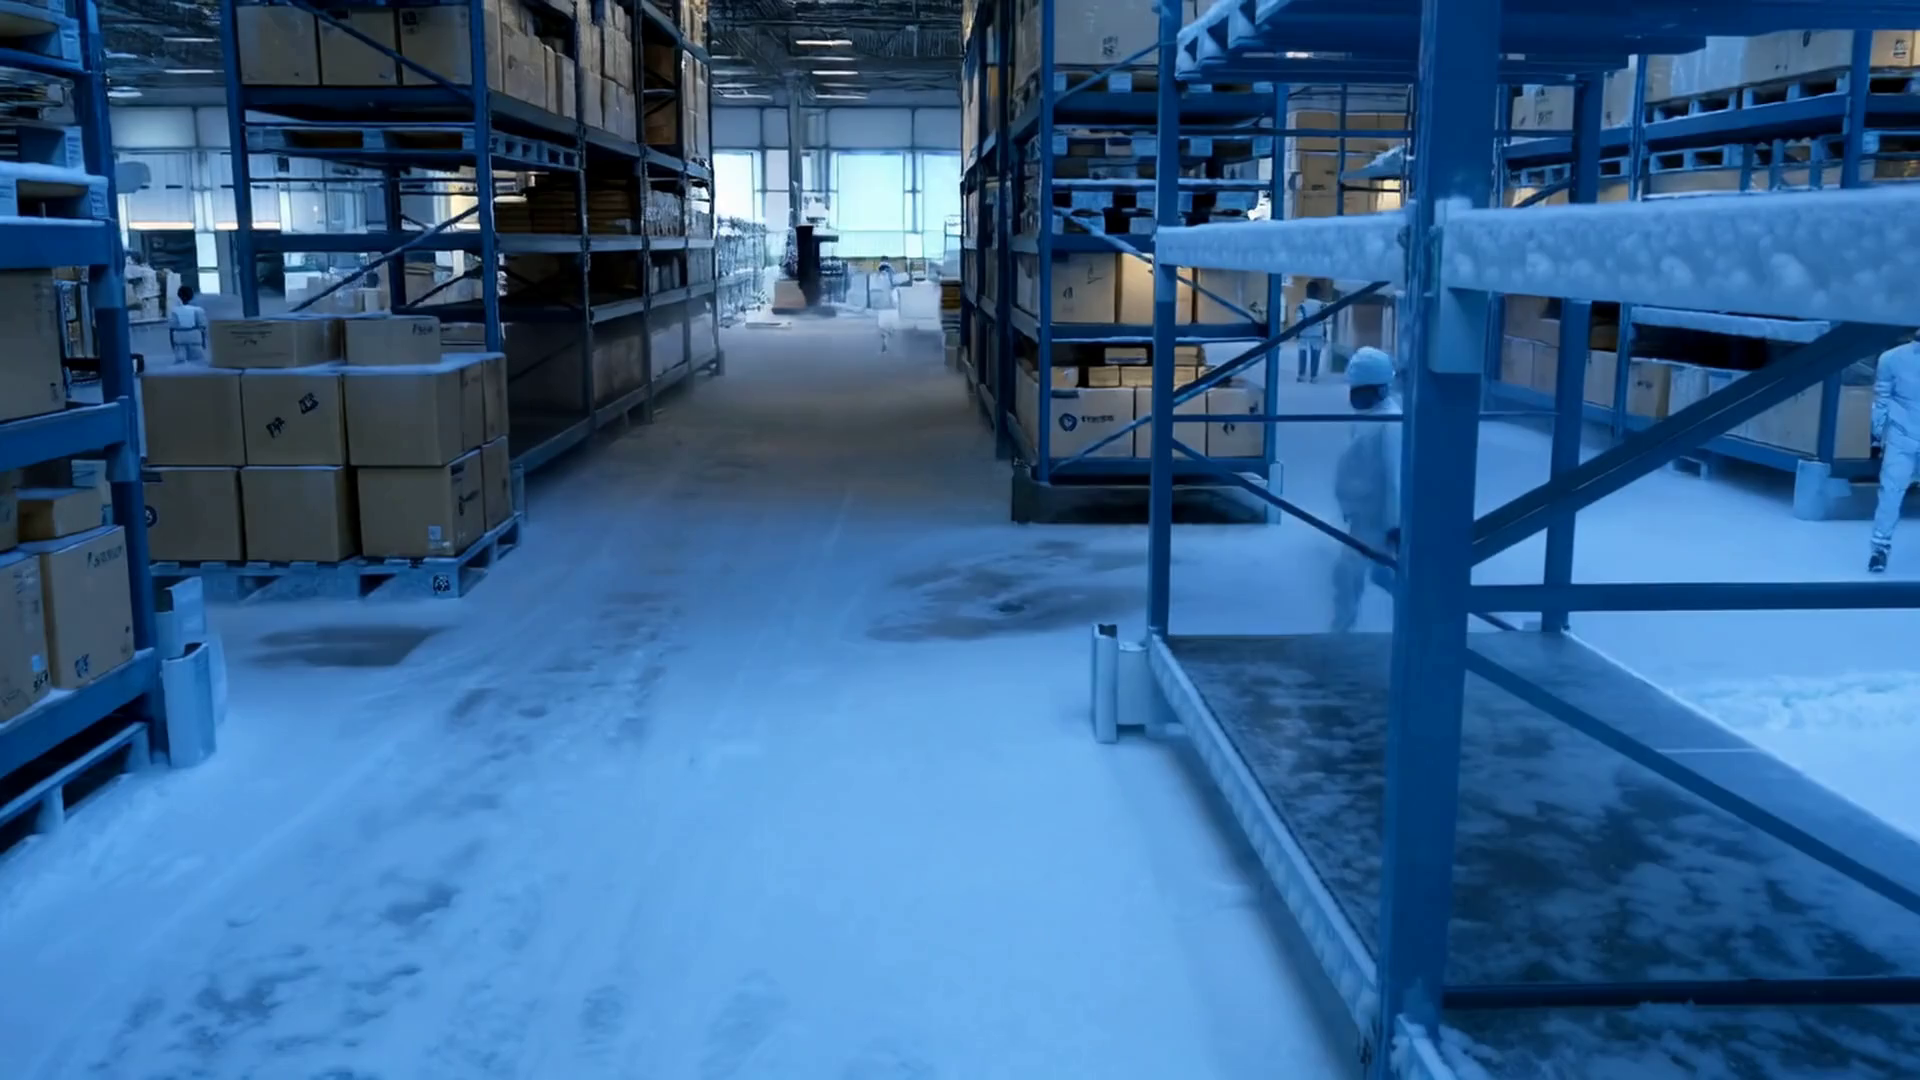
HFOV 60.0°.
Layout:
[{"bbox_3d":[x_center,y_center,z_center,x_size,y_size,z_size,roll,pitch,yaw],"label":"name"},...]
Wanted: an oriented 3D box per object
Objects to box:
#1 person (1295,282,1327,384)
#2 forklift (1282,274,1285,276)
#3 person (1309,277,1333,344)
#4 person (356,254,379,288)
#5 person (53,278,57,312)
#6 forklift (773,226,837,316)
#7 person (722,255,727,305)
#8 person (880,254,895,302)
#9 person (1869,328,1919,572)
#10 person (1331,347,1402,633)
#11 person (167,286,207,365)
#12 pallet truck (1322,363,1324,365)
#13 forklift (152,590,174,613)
[{"bbox_3d":[5.805,-3.424,27.563,0.540,1.678,0.578,0,10,2],"label":"person"},{"bbox_3d":[12.269,-10.158,61.708,1.129,2.768,1.873,0,10,-2],"label":"forklift"},{"bbox_3d":[8.266,-5.496,38.210,0.399,1.989,0.622,-10,14,-44],"label":"person"},{"bbox_3d":[-16.458,-6.964,46.255,0.668,2.000,0.710,6,12,28],"label":"person"},{"bbox_3d":[-20.524,-5.283,37.124,0.455,1.963,0.659,8,13,39],"label":"person"},{"bbox_3d":[-4.855,-8.421,52.035,1.873,2.768,1.129,1,10,5],"label":"forklift"},{"bbox_3d":[-8.753,-9.602,61.513,0.429,1.843,0.627,-5,11,-26],"label":"person"},{"bbox_3d":[-2.541,-8.947,57.632,0.555,1.923,0.650,3,11,18],"label":"person"},{"bbox_3d":[6.778,-0.695,11.745,0.645,1.898,0.397,5,11,25],"label":"person"},{"bbox_3d":[2.350,-0.170,9.122,0.841,1.793,0.593,1,10,4],"label":"person"},{"bbox_3d":[-11.683,-2.994,25.157,0.550,1.671,0.655,-6,12,-31],"label":"person"},{"bbox_3d":[7.712,-4.157,30.737,1.885,1.965,0.823,3,11,16],"label":"pallet truck"},{"bbox_3d":[-5.858,-0.811,9.639,1.873,2.768,1.129,-1,10,-3],"label":"forklift"}]
